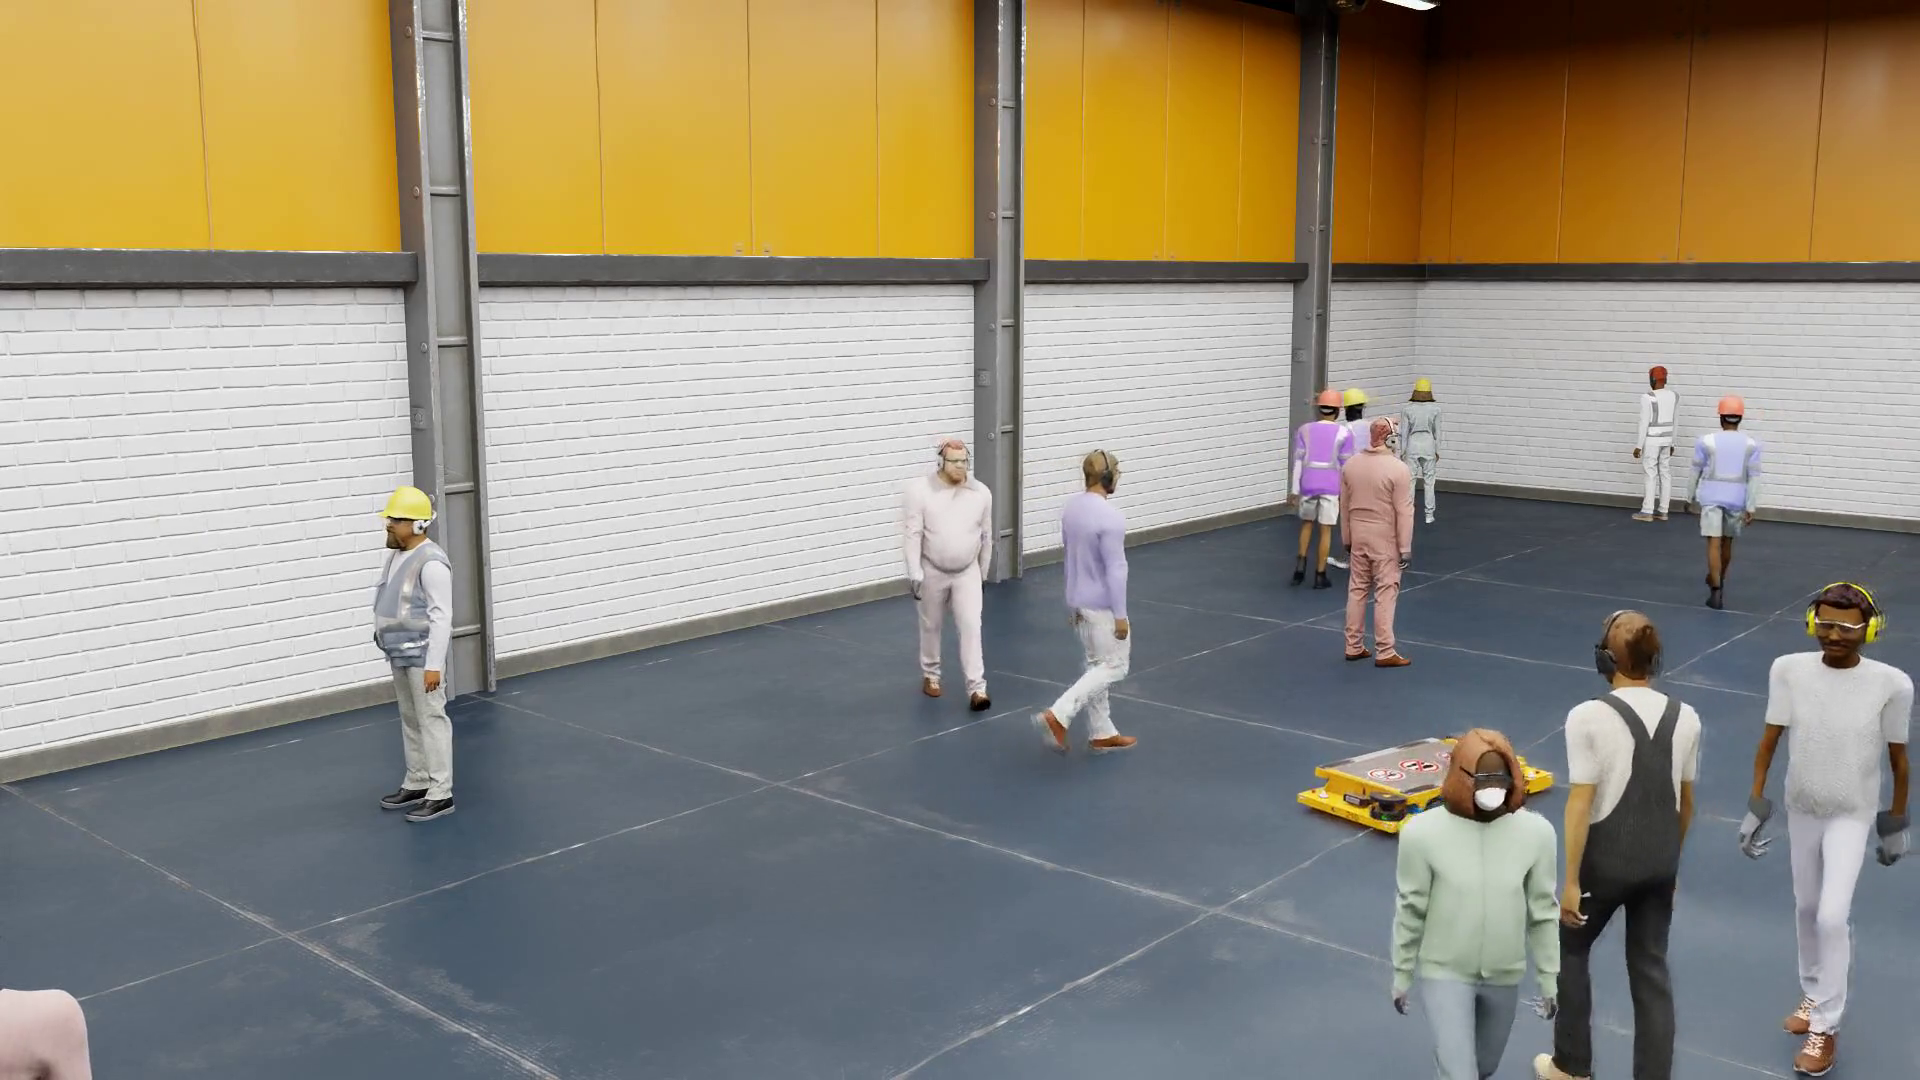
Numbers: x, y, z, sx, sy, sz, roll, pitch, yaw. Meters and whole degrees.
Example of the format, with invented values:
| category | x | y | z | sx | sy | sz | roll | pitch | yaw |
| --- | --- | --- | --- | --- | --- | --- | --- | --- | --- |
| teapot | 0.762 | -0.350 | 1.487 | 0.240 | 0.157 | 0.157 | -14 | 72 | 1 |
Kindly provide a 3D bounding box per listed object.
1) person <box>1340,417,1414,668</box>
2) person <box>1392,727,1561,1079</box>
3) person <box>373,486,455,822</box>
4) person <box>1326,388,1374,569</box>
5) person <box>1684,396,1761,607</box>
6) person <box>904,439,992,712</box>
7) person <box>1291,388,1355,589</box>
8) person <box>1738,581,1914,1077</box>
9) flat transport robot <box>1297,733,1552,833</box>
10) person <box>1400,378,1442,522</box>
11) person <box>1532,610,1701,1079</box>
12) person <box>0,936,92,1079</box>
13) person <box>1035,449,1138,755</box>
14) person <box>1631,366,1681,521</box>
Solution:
| category | x | y | z | sx | sy | sz | roll | pitch | yaw |
| --- | --- | --- | --- | --- | --- | --- | --- | --- | --- |
| person | 3.207 | 0.011 | 12.709 | 0.402 | 1.906 | 0.652 | -6 | 11 | -35 |
| person | 1.608 | 1.350 | 5.261 | 0.507 | 1.605 | 0.795 | -1 | 9 | -3 |
| person | -3.001 | 0.615 | 9.138 | 0.404 | 1.837 | 0.594 | -8 | 12 | -41 |
| person | 3.916 | -0.562 | 16.458 | 0.591 | 1.863 | 1.018 | -4 | 10 | -24 |
| person | 6.936 | -0.365 | 15.143 | 0.563 | 1.883 | 1.016 | 2 | 9 | 13 |
| person | -0.067 | 0.237 | 11.460 | 0.649 | 1.852 | 1.014 | -2 | 9 | -11 |
| person | 3.467 | -0.488 | 15.887 | 0.563 | 1.900 | 0.569 | 4 | 10 | 25 |
| person | 3.253 | 1.066 | 6.299 | 0.802 | 1.840 | 0.505 | -8 | 12 | -41 |
| flat transport robot | 2.642 | 1.353 | 9.404 | 1.431 | 0.197 | 0.652 | -7 | 11 | -36 |
| person | 5.549 | -1.078 | 20.059 | 0.487 | 1.744 | 0.296 | 2 | 9 | 11 |
| person | 2.304 | 1.149 | 5.853 | 0.538 | 1.812 | 0.688 | -2 | 9 | -10 |
| person | -2.156 | 1.526 | 3.637 | 0.532 | 1.768 | 0.311 | -5 | 10 | -29 |
| person | 0.794 | 0.401 | 10.193 | 0.660 | 1.925 | 0.643 | -4 | 10 | -22 |
| person | 8.441 | -1.167 | 20.175 | 0.572 | 1.886 | 0.356 | -3 | 10 | -20 |
